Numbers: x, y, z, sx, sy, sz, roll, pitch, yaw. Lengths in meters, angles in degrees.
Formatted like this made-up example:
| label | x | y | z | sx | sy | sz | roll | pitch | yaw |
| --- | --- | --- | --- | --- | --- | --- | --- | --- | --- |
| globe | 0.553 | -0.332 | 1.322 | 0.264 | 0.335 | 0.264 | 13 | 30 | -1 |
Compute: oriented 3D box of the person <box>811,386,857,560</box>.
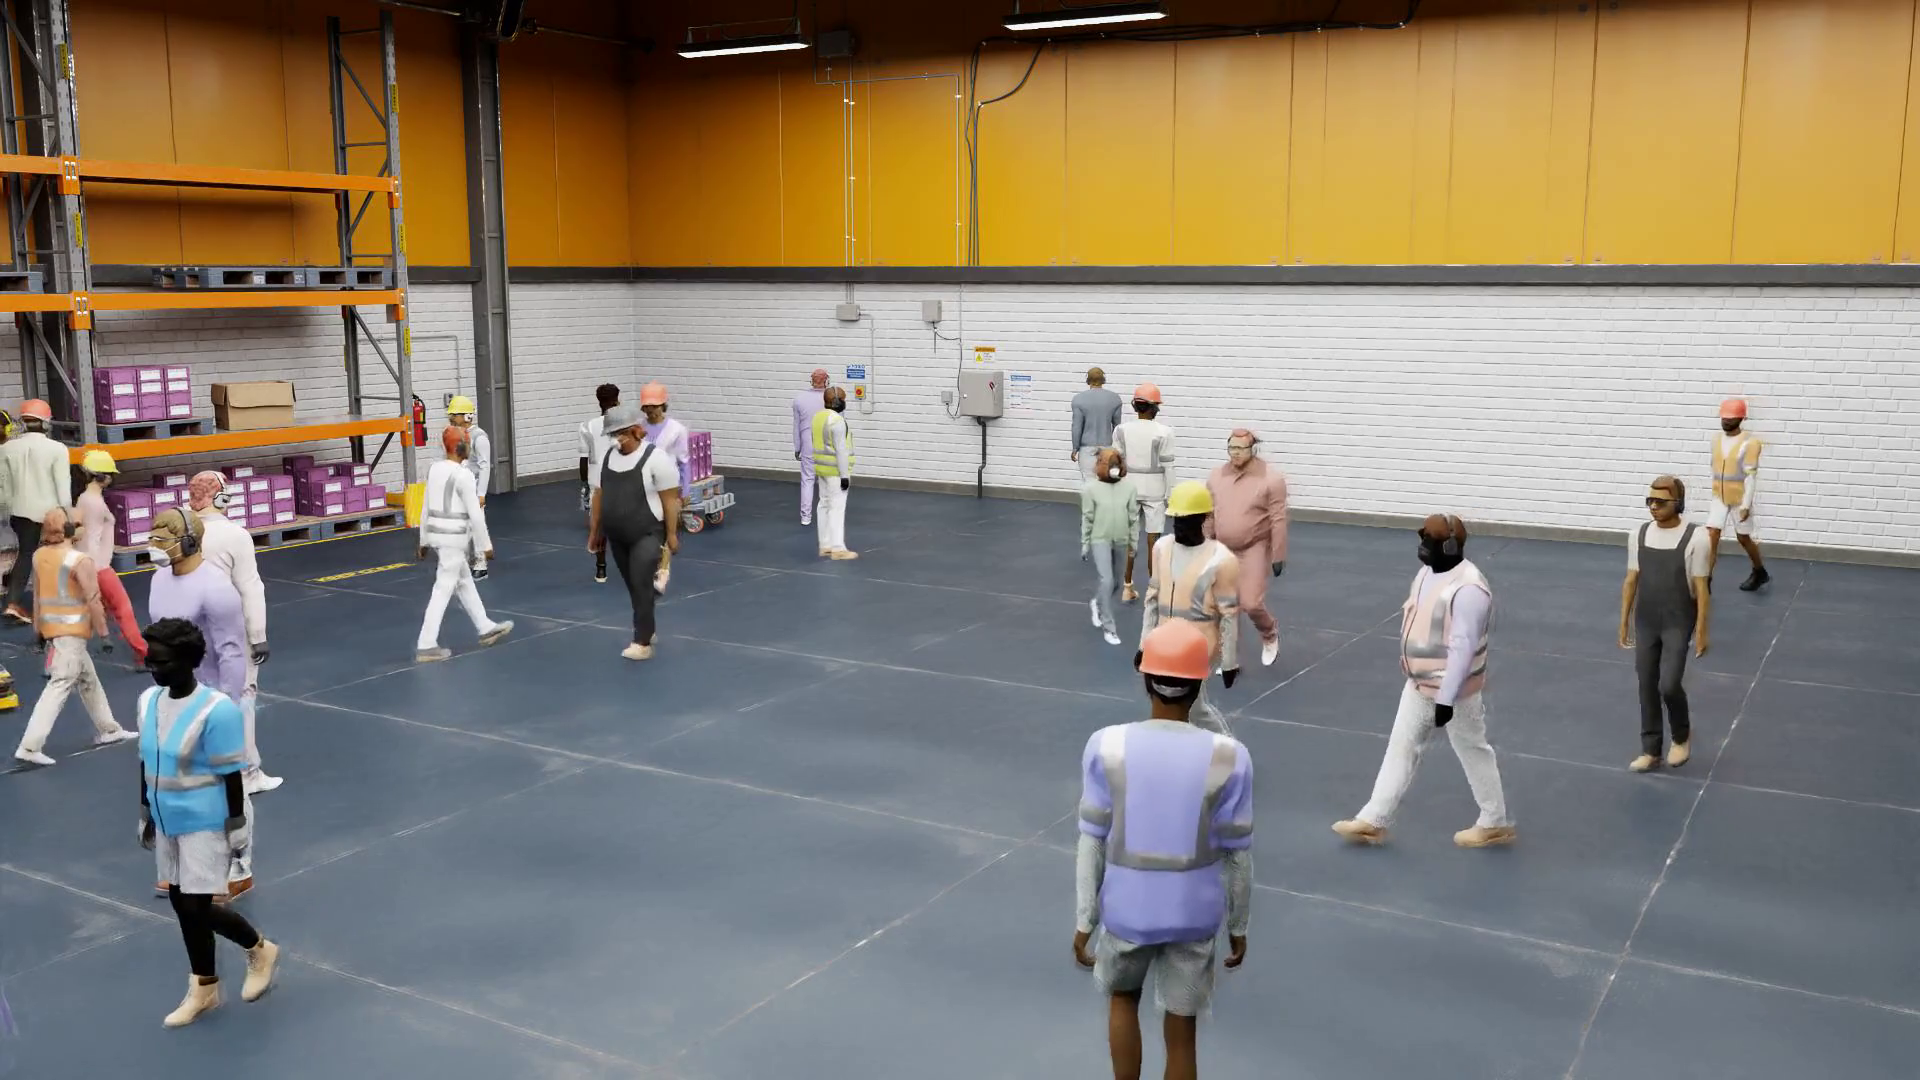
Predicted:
| label | x | y | z | sx | sy | sz | roll | pitch | yaw |
| --- | --- | --- | --- | --- | --- | --- | --- | --- | --- |
| person | -1.334 | -0.714 | 17.703 | 0.429 | 1.840 | 0.633 | -5 | 10 | -30 |

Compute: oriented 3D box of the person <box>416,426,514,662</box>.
| label | x | y | z | sx | sy | sz | roll | pitch | yaw |
| --- | --- | --- | --- | --- | --- | --- | --- | --- | --- |
| person | -3.981 | 0.009 | 13.215 | 0.628 | 1.827 | 0.973 | 9 | 12 | 43 |

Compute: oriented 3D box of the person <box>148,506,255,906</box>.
| label | x | y | z | sx | sy | sz | roll | pitch | yaw |
| --- | --- | --- | --- | --- | --- | --- | --- | --- | --- |
| person | -3.650 | 0.796 | 7.975 | 0.629 | 1.939 | 0.371 | 6 | 11 | 35 |

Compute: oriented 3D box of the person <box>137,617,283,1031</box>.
| label | x | y | z | sx | sy | sz | roll | pitch | yaw |
| --- | --- | --- | --- | --- | --- | --- | --- | --- | --- |
| person | -3.072 | 1.126 | 6.691 | 0.541 | 1.682 | 0.397 | 5 | 10 | 29 |

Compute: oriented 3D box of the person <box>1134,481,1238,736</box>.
| label | x | y | z | sx | sy | sz | roll | pitch | yaw |
| --- | --- | --- | --- | --- | --- | --- | --- | --- | --- |
| person | 1.354 | 0.583 | 9.473 | 0.966 | 1.892 | 0.583 | -7 | 11 | -35 |

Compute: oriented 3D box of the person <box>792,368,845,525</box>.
| label | x | y | z | sx | sy | sz | roll | pitch | yaw |
| --- | --- | --- | --- | --- | --- | --- | --- | --- | --- |
| person | -1.688 | -1.115 | 20.039 | 0.646 | 1.900 | 0.403 | 1 | 9 | 5 |

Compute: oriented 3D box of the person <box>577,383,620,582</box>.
| label | x | y | z | sx | sy | sz | roll | pitch | yaw |
| --- | --- | --- | --- | --- | --- | --- | --- | --- | --- |
| person | -3.437 | -0.559 | 16.350 | 0.607 | 1.963 | 0.373 | -1 | 9 | -4 |

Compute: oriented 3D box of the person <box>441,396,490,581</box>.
| label | x | y | z | sx | sy | sz | roll | pitch | yaw |
| --- | --- | --- | --- | --- | --- | --- | --- | --- | --- |
| person | -4.900 | -0.509 | 16.448 | 0.591 | 1.833 | 0.403 | 6 | 11 | 33 |

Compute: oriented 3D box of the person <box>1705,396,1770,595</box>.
| label | x | y | z | sx | sy | sz | roll | pitch | yaw |
| --- | --- | --- | --- | --- | --- | --- | --- | --- | --- |
| person | 7.328 | -0.416 | 15.682 | 0.924 | 1.905 | 0.535 | -6 | 11 | -31 |

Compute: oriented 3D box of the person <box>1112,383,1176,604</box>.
| label | x | y | z | sx | sy | sz | roll | pitch | yaw |
| --- | --- | --- | --- | --- | --- | --- | --- | --- | --- |
| person | 1.696 | -0.418 | 15.229 | 0.614 | 2.040 | 0.375 | 5 | 10 | 28 |

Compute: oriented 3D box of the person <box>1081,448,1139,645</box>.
| label | x | y | z | sx | sy | sz | roll | pitch | yaw |
| --- | --- | --- | --- | --- | --- | --- | --- | --- | --- |
| person | 1.225 | 0.020 | 13.846 | 0.500 | 1.609 | 0.721 | -3 | 10 | -19 |

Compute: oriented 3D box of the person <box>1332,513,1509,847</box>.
| label | x | y | z | sx | sy | sz | roll | pitch | yaw |
| --- | --- | --- | --- | --- | --- | --- | --- | --- | --- |
| person | 2.493 | 0.752 | 8.709 | 0.952 | 1.791 | 0.649 | -2 | 9 | -10 |

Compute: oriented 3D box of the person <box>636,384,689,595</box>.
| label | x | y | z | sx | sy | sz | roll | pitch | yaw |
| --- | --- | --- | --- | --- | --- | --- | --- | --- | --- |
| person | -2.913 | -0.484 | 15.825 | 0.618 | 1.984 | 1.019 | 1 | 9 | 9 |

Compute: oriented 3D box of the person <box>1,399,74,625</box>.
| label | x | y | z | sx | sy | sz | roll | pitch | yaw |
| --- | --- | --- | --- | --- | --- | --- | --- | --- | --- |
| person | -8.048 | -0.254 | 14.498 | 0.630 | 1.958 | 0.997 | 0 | 9 | 1 |

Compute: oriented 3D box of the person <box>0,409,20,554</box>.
| label | x | y | z | sx | sy | sz | roll | pitch | yaw |
| --- | --- | --- | --- | --- | --- | --- | --- | --- | --- |
| person | -8.551 | -0.272 | 15.007 | 0.565 | 1.832 | 0.898 | 5 | 10 | 28 |

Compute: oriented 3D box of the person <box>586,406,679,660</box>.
| label | x | y | z | sx | sy | sz | roll | pitch | yaw |
| --- | --- | --- | --- | --- | --- | --- | --- | --- | --- |
| person | -2.632 | -0.089 | 13.174 | 0.705 | 2.000 | 0.901 | 5 | 10 | 27 |

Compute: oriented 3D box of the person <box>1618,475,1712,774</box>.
| label | x | y | z | sx | sy | sz | roll | pitch | yaw |
| --- | --- | --- | --- | --- | --- | --- | --- | --- | --- |
| person | 4.235 | 0.518 | 10.036 | 0.407 | 1.831 | 0.534 | -7 | 12 | -38 |

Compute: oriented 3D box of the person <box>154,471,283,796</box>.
| label | x | y | z | sx | sy | sz | roll | pitch | yaw |
| --- | --- | --- | --- | --- | --- | --- | --- | --- | --- |
| person | -4.297 | 0.545 | 9.657 | 0.639 | 1.903 | 0.407 | 2 | 9 | 11 |

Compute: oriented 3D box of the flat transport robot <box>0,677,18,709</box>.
| label | x | y | z | sx | sy | sz | roll | pitch | yaw |
| --- | --- | --- | --- | --- | --- | --- | --- | --- | --- |
| flat transport robot | -7.207 | 1.006 | 11.846 | 0.652 | 0.197 | 1.431 | -7 | 12 | -37 |

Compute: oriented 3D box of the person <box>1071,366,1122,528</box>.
| label | x | y | z | sx | sy | sz | roll | pitch | yaw |
| --- | --- | --- | --- | --- | --- | --- | --- | --- | --- |
| person | 1.613 | -1.095 | 19.780 | 0.629 | 1.936 | 0.371 | -2 | 9 | -13 |

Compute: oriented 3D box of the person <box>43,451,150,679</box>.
| label | x | y | z | sx | sy | sz | roll | pitch | yaw |
| --- | --- | --- | --- | --- | --- | --- | --- | --- | --- |
| person | -6.458 | 0.191 | 12.468 | 0.922 | 1.708 | 0.530 | -7 | 12 | -38 |

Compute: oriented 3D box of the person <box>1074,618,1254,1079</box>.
| label | x | y | z | sx | sy | sz | roll | pitch | yaw |
| --- | --- | --- | --- | --- | --- | --- | --- | --- | --- |
| person | 0.671 | 1.206 | 5.463 | 0.581 | 1.916 | 0.472 | 1 | 9 | 8 |

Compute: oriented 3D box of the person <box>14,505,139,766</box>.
| label | x | y | z | sx | sy | sz | roll | pitch | yaw |
| --- | --- | --- | --- | --- | --- | --- | --- | --- | --- |
| person | -5.584 | 0.585 | 10.384 | 0.529 | 1.601 | 0.875 | 6 | 11 | 31 |

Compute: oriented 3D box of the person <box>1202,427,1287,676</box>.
| label | x | y | z | sx | sy | sz | roll | pitch | yaw |
| --- | --- | --- | --- | --- | --- | --- | --- | --- | --- |
| person | 2.144 | 0.084 | 12.570 | 0.647 | 1.896 | 0.495 | 7 | 11 | 37 |
